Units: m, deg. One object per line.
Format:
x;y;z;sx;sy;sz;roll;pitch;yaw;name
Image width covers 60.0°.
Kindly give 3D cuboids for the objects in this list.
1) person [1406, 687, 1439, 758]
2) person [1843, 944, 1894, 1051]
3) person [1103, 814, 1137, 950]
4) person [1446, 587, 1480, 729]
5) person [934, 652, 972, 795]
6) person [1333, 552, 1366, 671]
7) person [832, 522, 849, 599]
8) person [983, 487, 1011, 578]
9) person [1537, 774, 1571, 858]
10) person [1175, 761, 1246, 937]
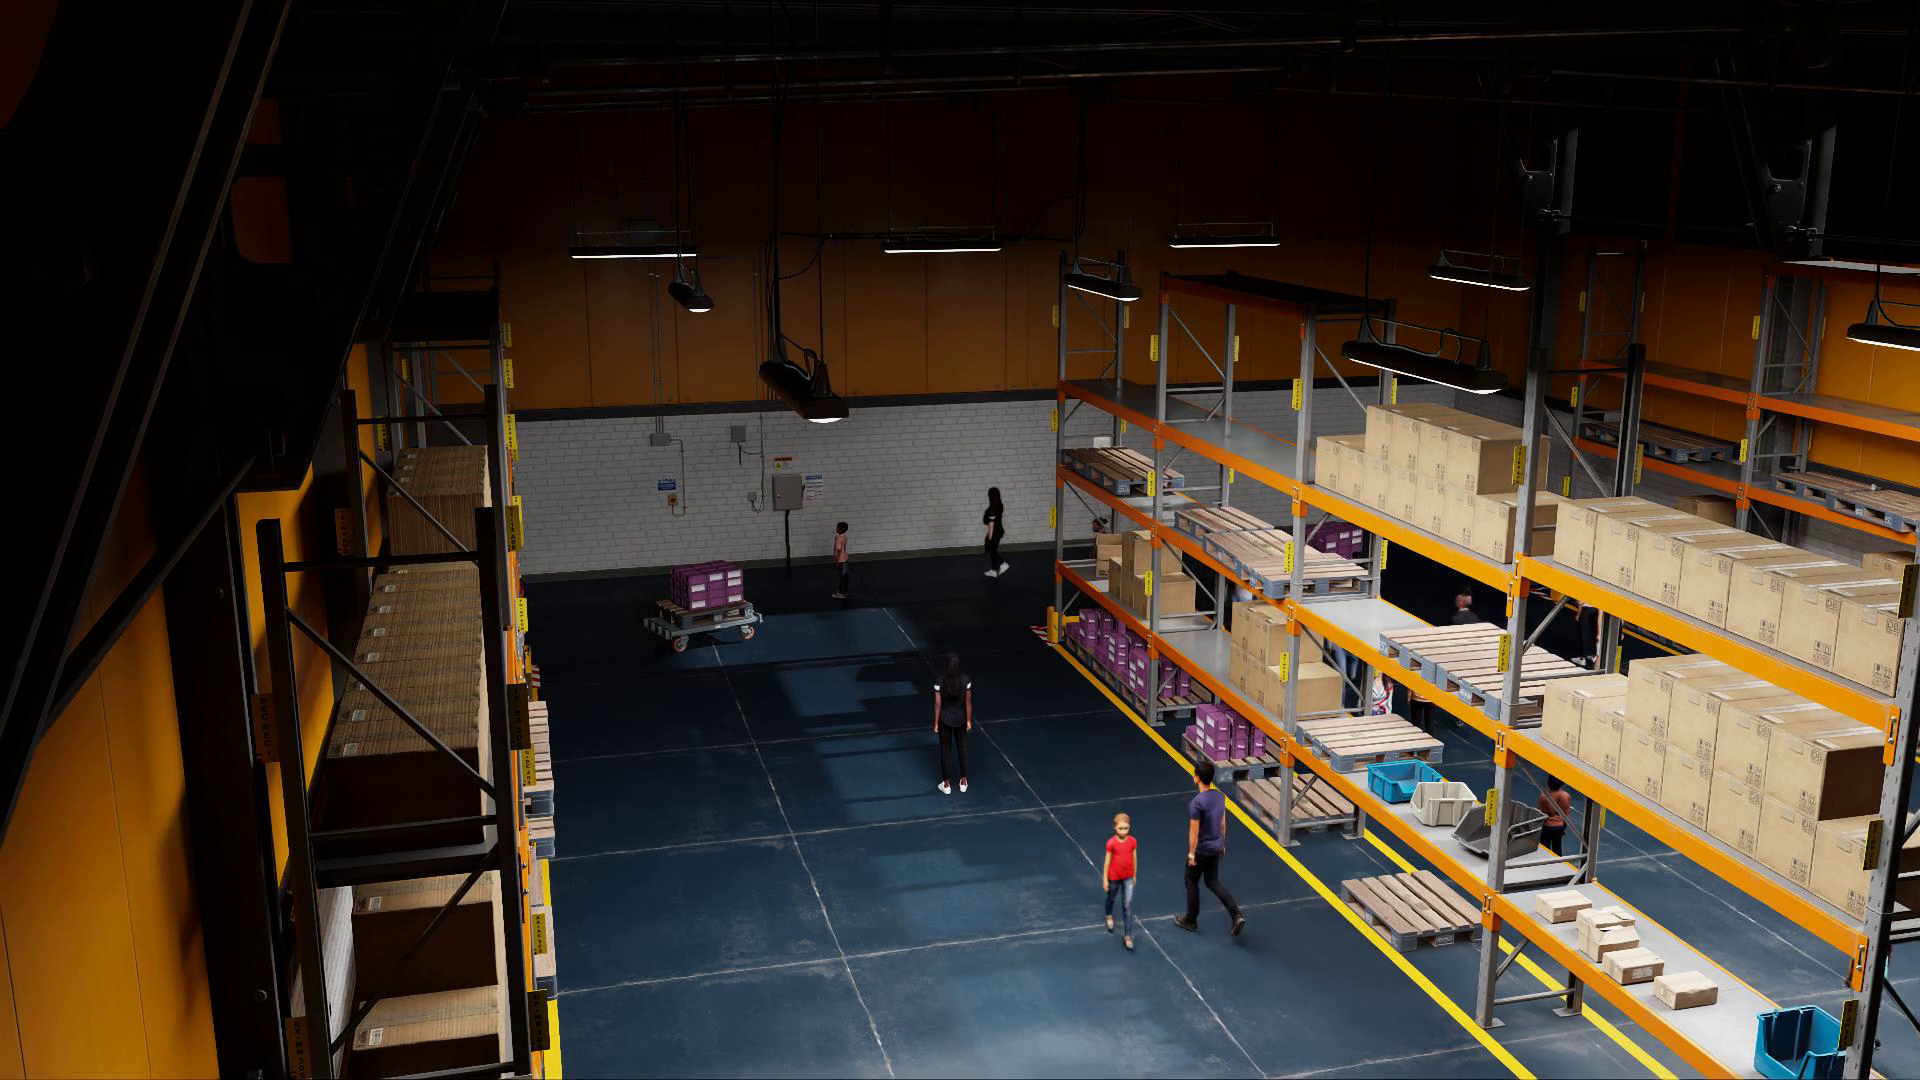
5.845;2.007;20.975;0.645;1.483;0.655;3;14;13;person
7.697;3.665;13.975;0.575;1.556;0.588;-5;14;-20;person
1.540;3.262;16.220;0.569;1.283;0.920;-2;14;-8;person
6.618;1.576;21.780;0.839;1.942;0.943;-6;15;-24;person
-0.091;2.163;19.811;0.603;1.729;0.534;-3;14;-14;person
5.660;1.137;23.680;0.924;1.903;1.237;-9;16;-32;person
-2.009;0.326;28.293;0.642;1.307;0.557;4;14;15;person
0.674;-0.118;29.450;0.870;1.626;0.813;7;15;26;person
6.178;2.996;17.381;0.537;1.254;0.483;-2;14;-10;person
2.451;3.037;16.130;0.924;1.764;1.136;-11;18;-39;person
